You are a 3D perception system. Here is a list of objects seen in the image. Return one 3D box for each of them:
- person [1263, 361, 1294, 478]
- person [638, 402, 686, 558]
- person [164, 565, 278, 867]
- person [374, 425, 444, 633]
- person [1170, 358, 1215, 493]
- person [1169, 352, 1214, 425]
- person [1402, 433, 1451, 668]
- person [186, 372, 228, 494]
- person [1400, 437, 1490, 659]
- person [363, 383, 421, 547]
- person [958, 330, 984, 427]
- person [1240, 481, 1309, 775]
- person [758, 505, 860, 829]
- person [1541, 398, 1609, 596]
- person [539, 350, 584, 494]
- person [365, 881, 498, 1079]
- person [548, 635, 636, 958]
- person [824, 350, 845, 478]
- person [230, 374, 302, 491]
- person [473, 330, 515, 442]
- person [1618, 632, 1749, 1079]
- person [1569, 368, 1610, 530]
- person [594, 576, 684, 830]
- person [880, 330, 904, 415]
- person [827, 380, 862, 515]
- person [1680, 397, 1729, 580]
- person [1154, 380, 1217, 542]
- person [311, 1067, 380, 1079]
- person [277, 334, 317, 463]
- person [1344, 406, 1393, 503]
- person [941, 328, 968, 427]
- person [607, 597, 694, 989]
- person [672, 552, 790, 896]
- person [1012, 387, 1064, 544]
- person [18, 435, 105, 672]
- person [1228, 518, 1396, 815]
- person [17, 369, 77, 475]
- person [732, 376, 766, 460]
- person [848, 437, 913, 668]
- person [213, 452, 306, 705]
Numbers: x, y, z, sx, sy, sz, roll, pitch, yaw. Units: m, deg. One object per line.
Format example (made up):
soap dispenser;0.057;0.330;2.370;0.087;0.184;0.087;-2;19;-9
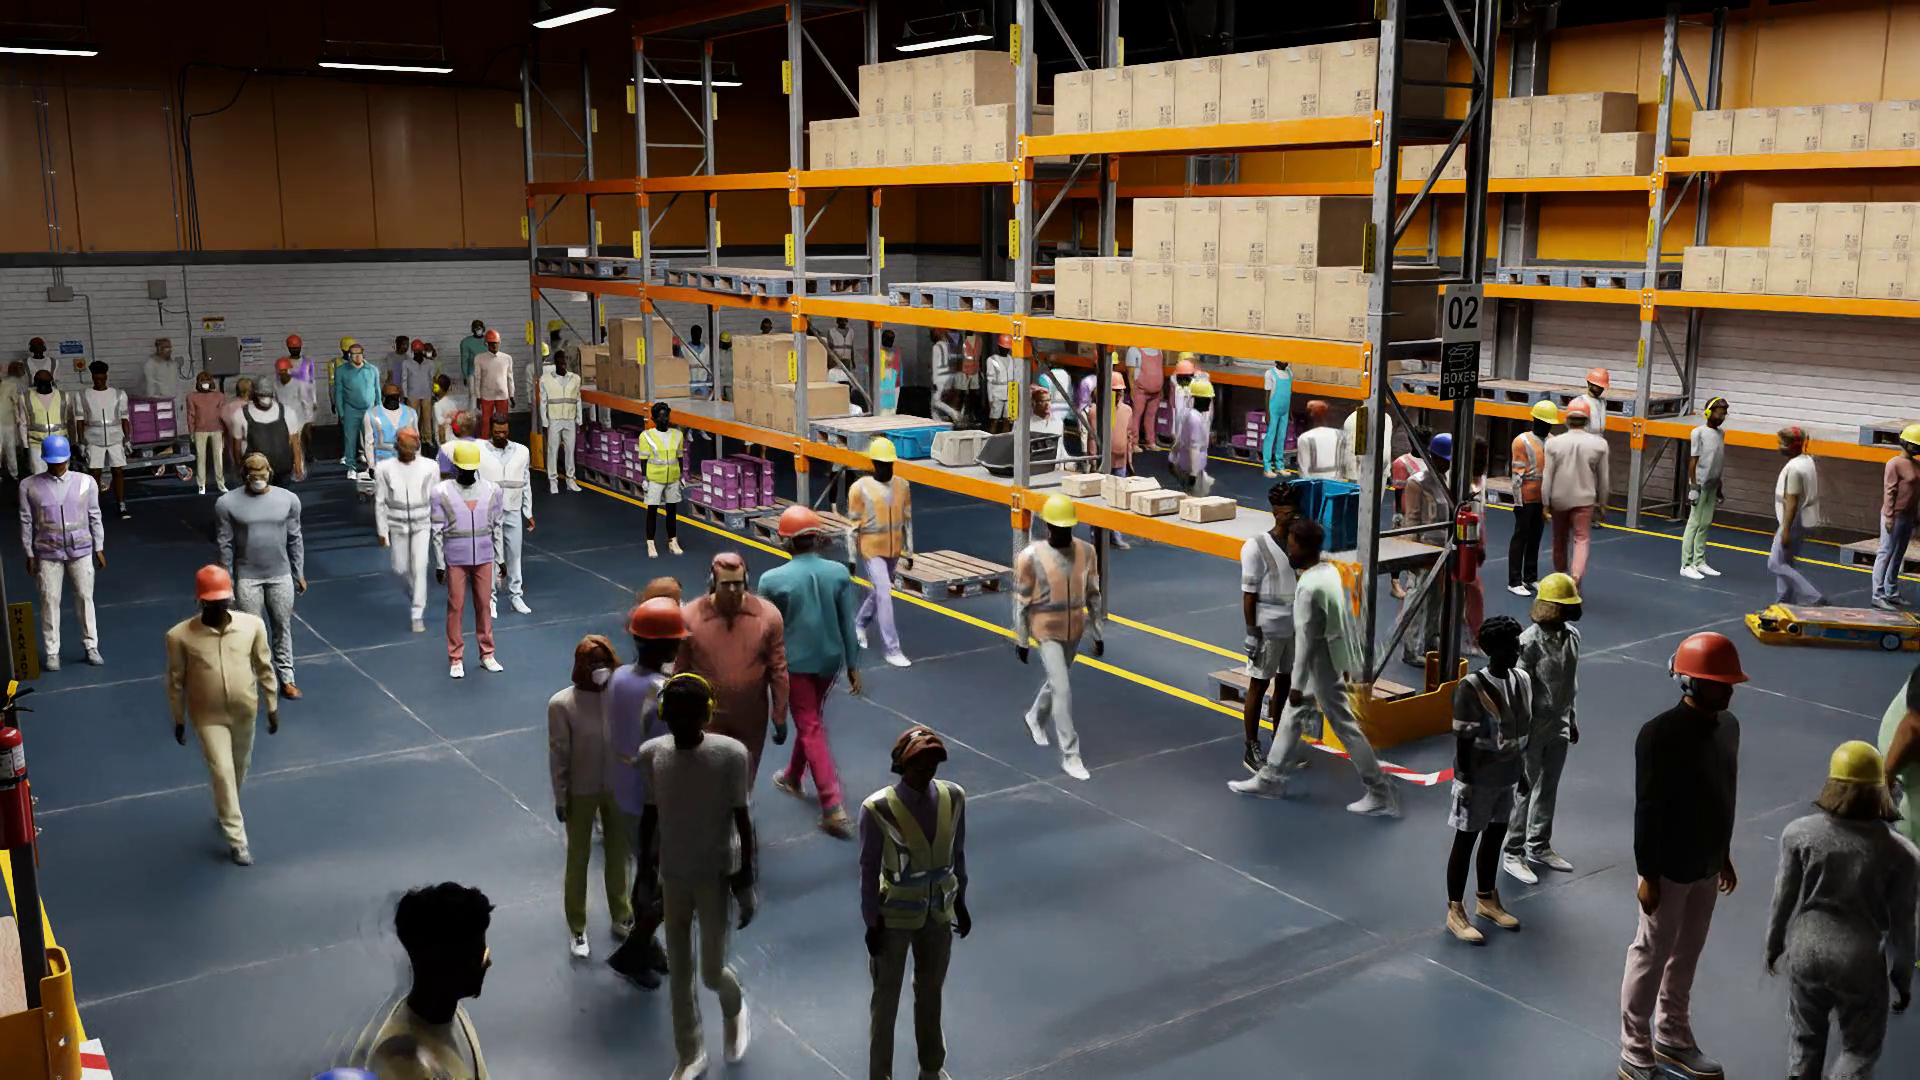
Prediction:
person;4.518;-1.797;23.570;0.504;1.840;0.345;-7;13;-33
person;-3.231;-0.656;18.091;0.533;1.697;0.319;-7;13;-33
person;-4.317;0.966;9.739;0.568;1.717;0.875;-8;14;-37
person;-4.958;-0.133;15.015;0.595;1.864;0.710;-3;11;-13
person;3.049;-1.433;21.638;0.593;1.868;0.637;-10;15;-42
person;3.283;-1.804;23.745;0.640;1.787;0.601;0;11;-1
person;3.912;0.074;13.736;0.603;1.938;0.401;-7;13;-33
person;-10.043;-1.433;22.229;0.498;1.634;0.280;-7;13;-33
person;4.206;0.038;14.121;0.968;1.877;0.595;9;14;38
person;-6.369;-0.851;18.735;0.621;1.838;0.429;-7;13;-33
person;0.155;-2.982;29.305;0.604;1.966;0.367;-7;13;-33
person;2.128;0.578;11.081;0.604;1.966;0.367;-7;13;-33
person;-0.932;0.760;10.236;0.631;1.944;1.077;-7;13;-33
person;5.915;-0.383;16.012;0.618;1.966;0.884;4;12;21
person;-5.344;-1.591;22.325;0.587;1.914;0.392;-7;13;-33
person;-1.522;1.873;4.560;0.926;1.932;0.627;-1;11;-3
person;-1.816;1.271;8.393;0.498;1.634;0.280;-7;13;-33
person;-1.814;-1.771;23.447;0.407;1.830;0.534;6;12;28
person;-7.655;-0.884;18.374;0.681;2.000;1.017;-7;13;-33
person;-7.001;-2.163;25.037;0.610;1.996;0.379;-7;13;-33
person;3.072;1.356;7.030;0.610;1.996;0.379;-7;13;-33
person;7.420;-1.062;19.579;0.543;1.928;0.372;-7;13;-33
person;-1.808;1.001;9.848;0.735;1.604;0.507;-2;11;-9
person;-1.191;-2.546;27.412;0.621;1.838;0.429;-7;13;-33
person;-1.421;-1.113;20.431;0.533;1.697;0.319;-7;13;-33
person;7.663;-0.535;17.049;0.517;1.865;0.328;-7;13;-33
person;2.535;-0.847;18.574;0.752;1.901;0.589;1;11;6
person;-1.317;2.046;3.646;0.603;1.938;0.401;-7;13;-33
person;-9.902;-2.104;24.883;0.543;1.939;0.360;-7;13;-33
person;4.406;-0.709;17.843;0.639;1.902;0.407;-7;13;-33
person;-0.114;-2.971;29.075;0.605;2.034;0.389;-7;13;-33
person;-1.475;1.219;7.930;0.550;1.919;0.480;9;14;40
person;-1.299;0.957;9.451;0.650;1.863;0.985;-3;11;-15
person;0.860;-0.664;17.595;0.639;1.910;0.407;-7;13;-33
person;-7.337;0.096;13.622;0.603;1.938;0.401;-7;13;-33
person;2.245;0.787;10.322;1.058;1.860;0.598;4;12;20
person;-11.153;-1.169;20.366;0.621;1.838;0.429;-7;13;-33
person;-2.712;-1.608;22.073;0.605;2.045;0.377;-7;13;-33
person;-0.688;0.061;13.943;0.594;1.894;0.940;-9;14;-37
person;-5.304;0.286;12.666;0.627;1.933;0.372;-7;13;-33
